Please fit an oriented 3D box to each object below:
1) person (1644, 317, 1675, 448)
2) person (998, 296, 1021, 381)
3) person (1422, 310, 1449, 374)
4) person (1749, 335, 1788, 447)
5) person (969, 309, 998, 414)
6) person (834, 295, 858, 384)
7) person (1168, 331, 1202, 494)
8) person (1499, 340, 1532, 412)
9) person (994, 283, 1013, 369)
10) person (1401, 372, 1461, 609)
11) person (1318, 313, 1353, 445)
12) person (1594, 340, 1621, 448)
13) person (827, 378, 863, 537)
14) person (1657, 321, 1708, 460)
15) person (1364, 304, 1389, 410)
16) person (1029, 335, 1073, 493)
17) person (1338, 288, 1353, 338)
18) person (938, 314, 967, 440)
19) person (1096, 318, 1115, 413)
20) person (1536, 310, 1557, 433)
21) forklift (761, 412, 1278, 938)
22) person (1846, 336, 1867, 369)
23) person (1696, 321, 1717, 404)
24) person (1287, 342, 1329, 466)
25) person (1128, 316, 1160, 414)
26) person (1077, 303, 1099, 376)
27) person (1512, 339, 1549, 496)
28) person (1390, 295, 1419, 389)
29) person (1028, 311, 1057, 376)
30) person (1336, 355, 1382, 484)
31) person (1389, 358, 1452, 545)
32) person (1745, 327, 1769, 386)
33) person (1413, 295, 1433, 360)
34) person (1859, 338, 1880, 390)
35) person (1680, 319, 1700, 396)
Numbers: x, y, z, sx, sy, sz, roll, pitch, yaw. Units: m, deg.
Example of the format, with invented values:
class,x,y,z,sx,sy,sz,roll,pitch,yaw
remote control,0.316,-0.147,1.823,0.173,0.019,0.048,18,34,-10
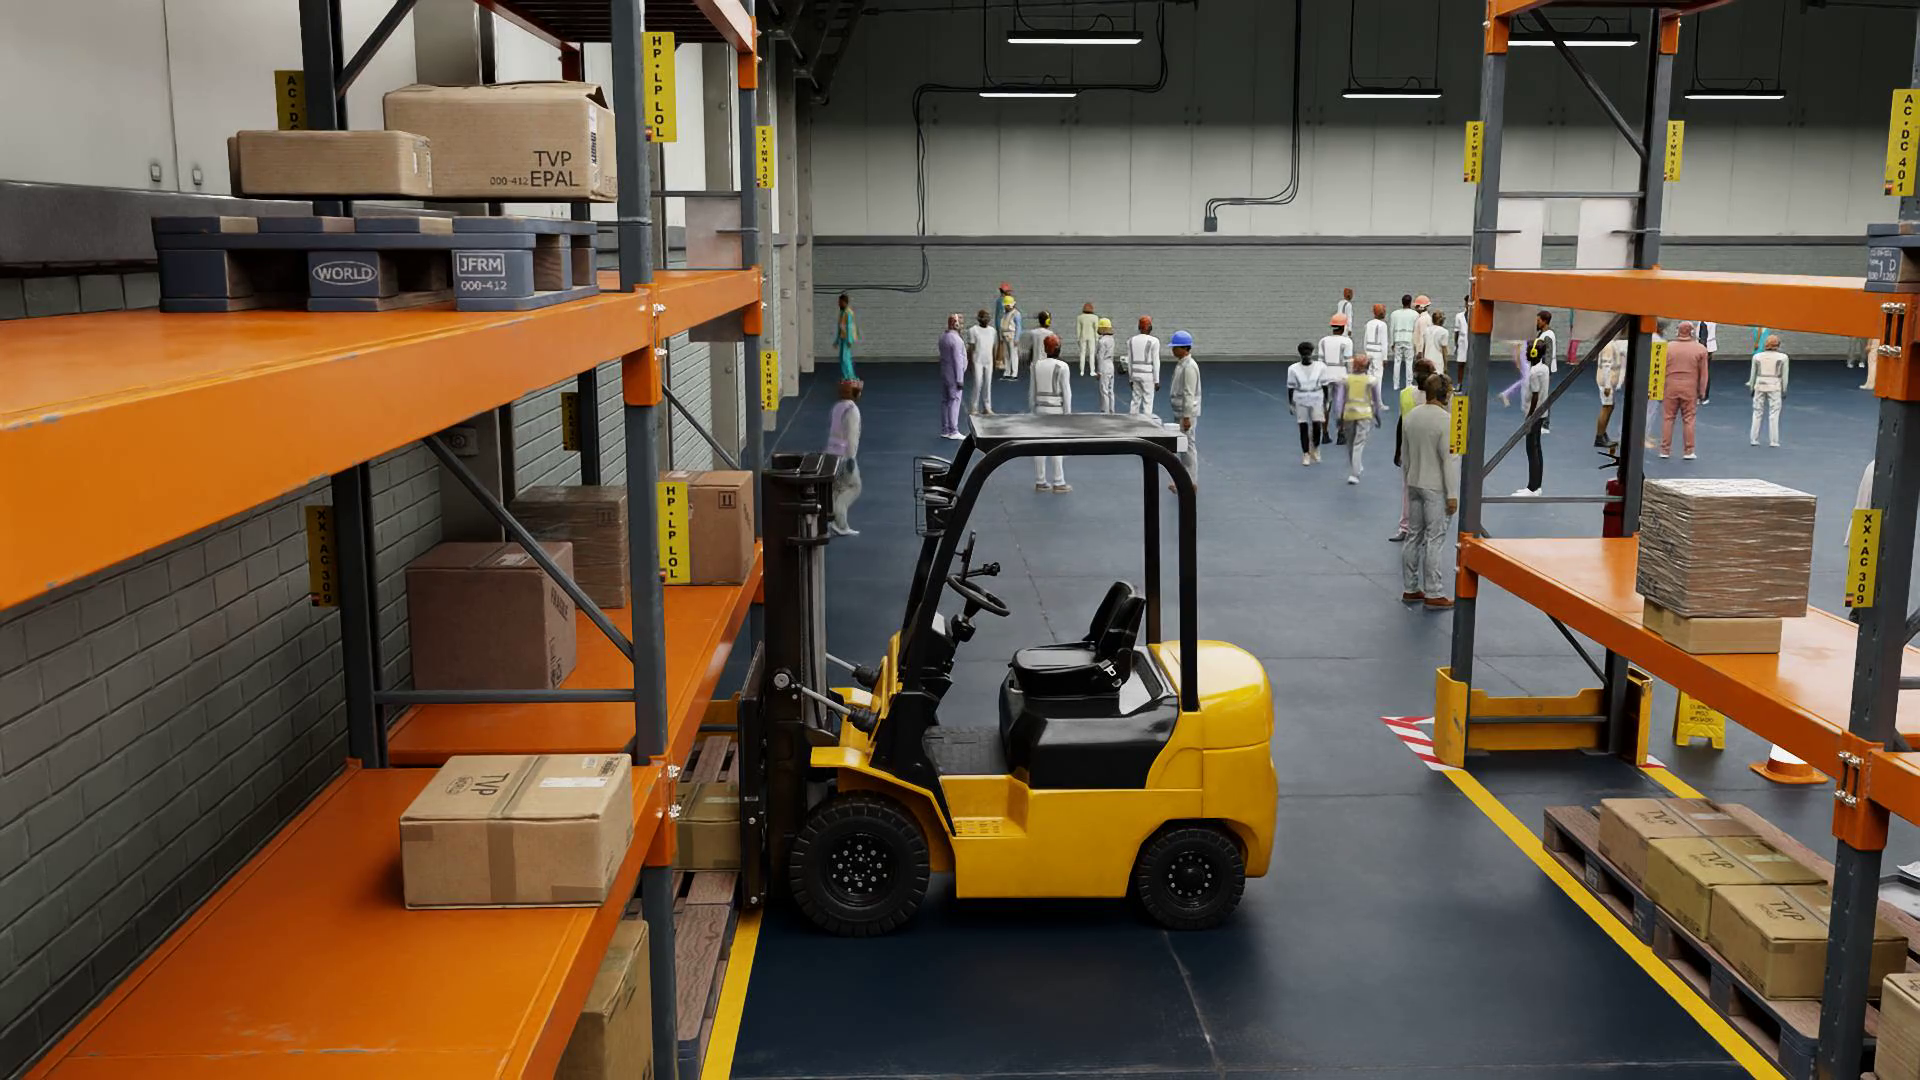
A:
class,x,y,z,sx,sy,sz,roll,pitch,yaw
person,10.017,-2.320,23.984,0.549,2.000,0.781,2,10,12
person,1.065,-4.336,35.829,0.403,1.822,0.588,-6,12,-32
person,8.064,-2.983,28.255,0.341,1.838,0.506,-7,12,-34
person,11.808,-2.171,24.309,0.519,1.633,0.314,9,14,41
person,0.408,-3.038,28.578,0.553,1.827,0.435,-5,11,-25
person,-2.363,-4.188,34.882,0.426,1.868,0.666,-3,11,-15
person,2.663,-1.518,19.819,0.420,1.940,0.611,0,10,-2
person,9.899,-3.168,29.313,0.696,1.828,0.515,8,13,37
person,1.036,-5.015,39.074,0.467,2.028,0.612,-4,11,-20
person,3.857,-0.406,13.606,0.371,1.940,0.630,-4,11,-23
person,5.559,-2.376,24.582,0.542,1.939,0.369,9,13,40
person,9.477,-2.300,24.213,0.390,1.923,0.549,6,12,28
person,-1.188,-0.824,16.805,0.466,1.616,0.526,-6,12,-30
person,9.933,-2.057,22.903,0.652,1.904,0.402,6,12,28
person,7.427,-3.259,29.656,0.357,1.883,0.573,-4,11,-21
person,1.089,-1.503,19.874,0.573,1.883,0.359,8,13,39
person,9.218,-5.080,39.825,0.362,1.878,0.584,-2,10,-14
person,-0.086,-2.471,25.220,0.399,1.902,0.644,-4,11,-21
person,2.379,-2.780,27.403,0.316,1.736,0.486,5,12,28
person,9.137,-2.629,26.046,0.377,1.917,0.600,2,10,11
forklift,0.291,0.548,7.580,2.313,2.155,1.214,0,10,-2
person,21.285,-4.988,39.333,0.601,1.876,1.027,8,13,37
person,13.754,-3.469,30.727,0.391,1.919,0.587,7,13,36
person,4.632,-1.809,22.154,0.562,1.665,0.404,2,10,13
person,2.768,-2.431,25.076,0.351,1.878,0.569,-10,14,-43
person,2.860,-4.494,37.230,0.505,1.633,0.279,3,11,16
person,6.696,-1.424,19.465,0.329,1.873,0.516,6,12,31
person,9.013,-4.006,33.718,0.591,1.919,0.392,6,12,30
person,1.438,-2.867,27.584,0.674,1.847,0.523,-8,13,-38
person,4.980,-1.511,20.733,0.539,1.587,0.900,6,12,30
person,4.580,-0.879,16.491,0.566,1.850,0.389,10,14,43
person,16.602,-4.113,34.563,0.357,1.835,0.516,6,12,31
person,8.551,-3.524,30.818,0.389,1.996,0.612,4,11,22
person,18.593,-3.965,33.738,0.523,1.833,0.361,-6,12,-30
person,14.198,-3.753,32.252,0.627,1.941,0.373,-5,12,-28
